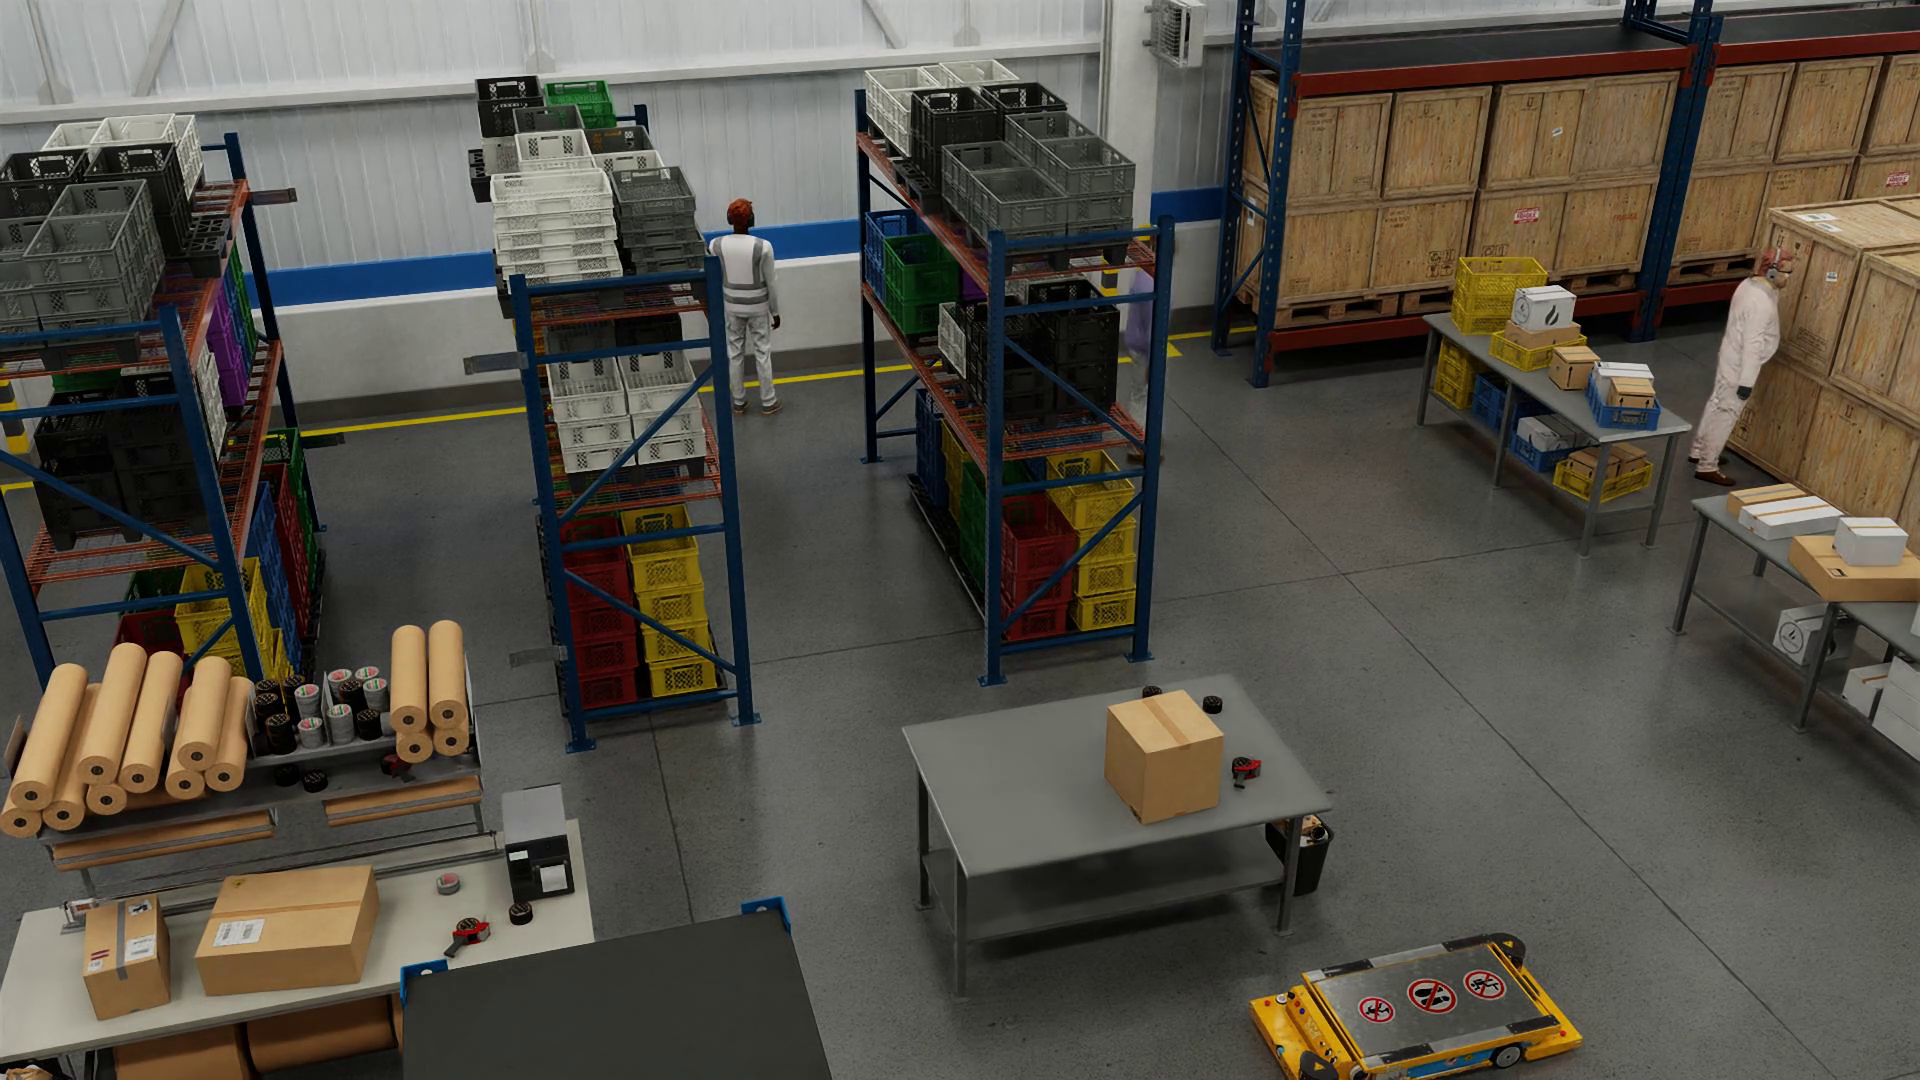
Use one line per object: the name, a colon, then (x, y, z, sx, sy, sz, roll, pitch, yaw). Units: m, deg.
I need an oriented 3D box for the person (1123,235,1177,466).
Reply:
person: (1.487, -1.535, 13.213, 0.365, 1.939, 0.637, -1, 29, -2)

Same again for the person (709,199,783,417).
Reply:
person: (-1.790, -1.945, 14.011, 0.573, 1.883, 0.354, 5, 29, 9)

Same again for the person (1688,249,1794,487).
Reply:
person: (6.099, -1.356, 12.938, 0.416, 1.894, 0.656, 7, 30, 13)

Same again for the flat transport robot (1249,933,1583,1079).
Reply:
flat transport robot: (2.184, 2.282, 7.980, 1.431, 0.197, 0.652, -8, 30, -14)
